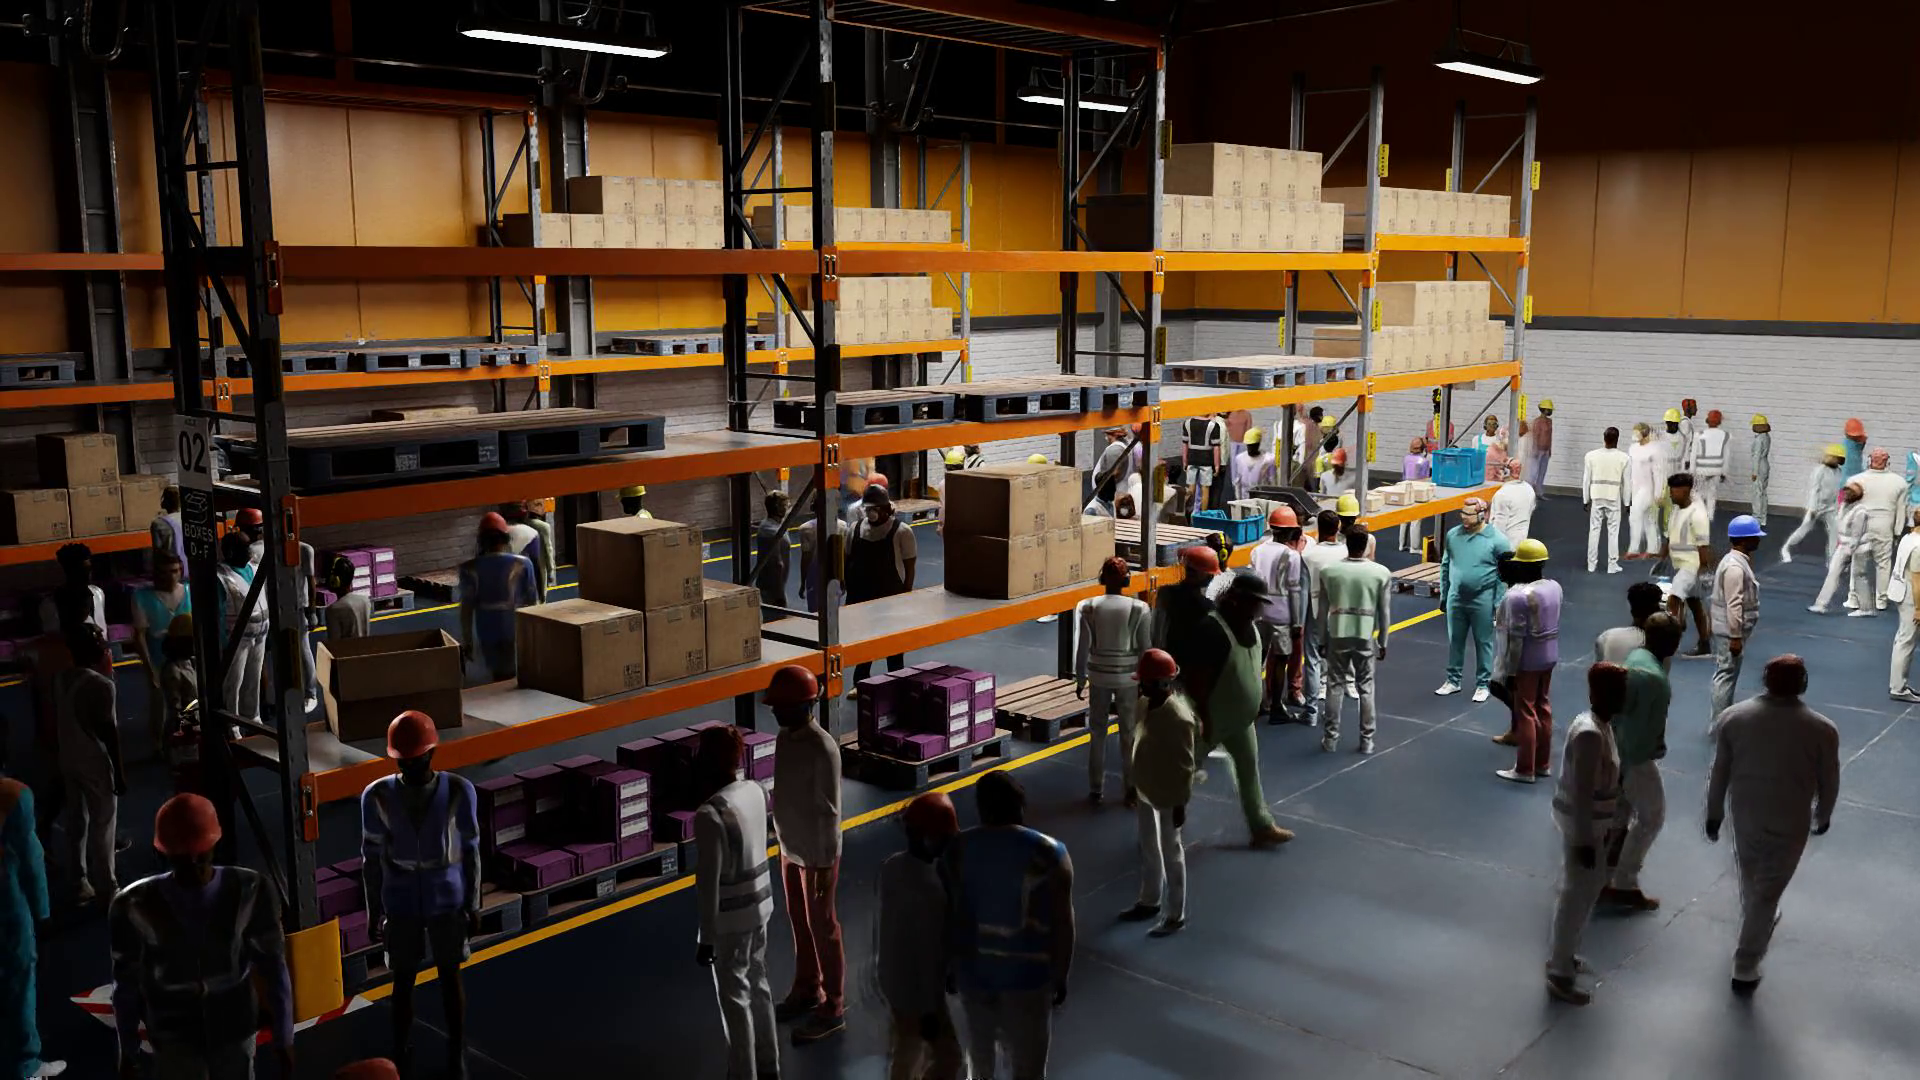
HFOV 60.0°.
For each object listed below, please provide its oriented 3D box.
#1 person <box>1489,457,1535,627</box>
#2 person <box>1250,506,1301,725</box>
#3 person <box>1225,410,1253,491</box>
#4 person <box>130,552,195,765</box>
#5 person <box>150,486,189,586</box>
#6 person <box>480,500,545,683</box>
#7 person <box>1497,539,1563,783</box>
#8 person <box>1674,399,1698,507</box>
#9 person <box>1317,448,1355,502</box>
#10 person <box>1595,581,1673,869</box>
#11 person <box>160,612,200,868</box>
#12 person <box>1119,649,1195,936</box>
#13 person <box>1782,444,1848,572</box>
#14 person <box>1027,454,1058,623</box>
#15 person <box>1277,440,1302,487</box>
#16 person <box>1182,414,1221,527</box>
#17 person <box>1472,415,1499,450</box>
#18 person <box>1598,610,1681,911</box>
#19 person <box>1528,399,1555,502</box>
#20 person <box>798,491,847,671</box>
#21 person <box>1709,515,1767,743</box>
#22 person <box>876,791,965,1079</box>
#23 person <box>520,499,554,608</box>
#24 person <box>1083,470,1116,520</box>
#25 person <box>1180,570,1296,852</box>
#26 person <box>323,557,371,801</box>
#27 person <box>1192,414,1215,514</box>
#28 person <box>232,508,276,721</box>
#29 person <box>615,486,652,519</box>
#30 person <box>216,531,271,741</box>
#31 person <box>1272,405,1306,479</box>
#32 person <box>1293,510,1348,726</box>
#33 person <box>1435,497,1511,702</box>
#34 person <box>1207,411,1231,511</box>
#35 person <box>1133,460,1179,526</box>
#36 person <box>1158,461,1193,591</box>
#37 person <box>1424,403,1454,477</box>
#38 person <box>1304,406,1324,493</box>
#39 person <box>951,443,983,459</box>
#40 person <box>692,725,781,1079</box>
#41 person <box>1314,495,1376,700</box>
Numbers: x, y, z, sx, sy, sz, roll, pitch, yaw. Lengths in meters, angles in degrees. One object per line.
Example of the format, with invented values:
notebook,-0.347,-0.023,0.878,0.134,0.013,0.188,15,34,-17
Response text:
person,6.089,0.029,18.515,0.643,1.909,0.410,-8,13,-41
person,2.805,0.658,14.713,0.405,1.927,0.546,-7,12,-35
person,4.932,-1.761,29.669,0.533,1.742,0.669,-1,10,-7
person,-6.284,0.969,13.252,0.563,1.800,0.965,-8,12,-40
person,-7.837,0.374,16.683,0.350,1.835,0.518,8,12,39
person,-4.376,0.470,16.250,0.577,1.775,0.897,2,10,10
person,4.465,0.942,13.043,0.582,1.919,0.395,-7,12,-36
person,11.626,-1.323,26.661,0.355,1.882,0.575,3,10,17
person,4.953,-0.372,21.540,0.576,1.711,0.849,8,12,40
person,4.527,1.241,11.224,0.665,1.928,0.611,-3,10,-16
person,-5.193,1.338,11.221,0.348,1.735,0.493,-1,10,-6
person,1.189,1.514,10.100,0.342,1.749,0.572,-4,10,-25
person,11.429,-0.469,22.162,0.502,1.692,0.916,-3,10,-17
person,0.895,-0.021,18.791,0.581,1.919,0.399,9,13,44
person,4.315,-0.472,21.947,0.341,1.760,0.525,9,13,42
person,3.695,-1.193,25.446,0.613,2.033,0.410,5,11,30
person,7.708,-0.909,24.296,0.508,1.846,0.342,4,10,21
person,4.216,1.377,10.479,0.606,1.895,0.646,2,10,13
person,9.879,-1.515,28.188,0.524,1.759,0.344,-8,13,-40
person,-1.353,0.411,16.417,0.507,1.846,0.343,-5,11,-28
person,6.545,0.753,14.056,0.383,1.950,0.605,4,10,23
person,-0.166,1.971,7.442,0.393,1.726,0.577,-4,10,-24
person,-4.520,0.316,17.644,0.502,1.625,0.290,5,11,27
person,1.453,0.219,17.340,0.397,1.919,0.590,5,11,26
person,1.815,1.148,11.434,0.861,2.000,0.737,9,13,43
person,-4.624,1.046,12.583,0.327,1.863,0.511,2,10,14
person,3.831,-1.282,26.092,0.385,1.990,0.608,-7,12,-37
person,-6.218,0.647,14.763,0.387,1.929,0.543,4,10,23
person,-3.224,0.339,16.646,0.399,1.919,0.582,-2,10,-10
person,-5.989,0.835,13.890,0.429,1.845,0.621,3,10,15
person,5.170,-1.246,26.212,0.575,1.880,0.359,9,13,42
person,3.211,0.686,14.592,0.599,1.909,0.401,-3,10,-19
person,4.737,0.547,15.430,0.652,1.903,0.403,9,13,42
person,4.016,-1.208,25.670,0.405,1.985,0.619,-1,10,-4
person,2.229,-0.015,19.102,0.594,1.798,0.706,7,12,37
person,2.541,-0.096,19.910,0.530,1.688,0.324,-3,10,-17
person,8.080,-1.477,28.128,0.319,1.696,0.532,-9,13,-42
person,5.835,-1.361,27.433,0.317,1.696,0.540,3,10,20
person,0.098,-1.089,25.427,0.562,1.830,0.446,5,11,26
person,-1.088,1.810,8.003,0.380,1.876,0.581,4,10,22
person,3.560,0.532,15.446,0.584,1.929,0.371,0,10,-2
